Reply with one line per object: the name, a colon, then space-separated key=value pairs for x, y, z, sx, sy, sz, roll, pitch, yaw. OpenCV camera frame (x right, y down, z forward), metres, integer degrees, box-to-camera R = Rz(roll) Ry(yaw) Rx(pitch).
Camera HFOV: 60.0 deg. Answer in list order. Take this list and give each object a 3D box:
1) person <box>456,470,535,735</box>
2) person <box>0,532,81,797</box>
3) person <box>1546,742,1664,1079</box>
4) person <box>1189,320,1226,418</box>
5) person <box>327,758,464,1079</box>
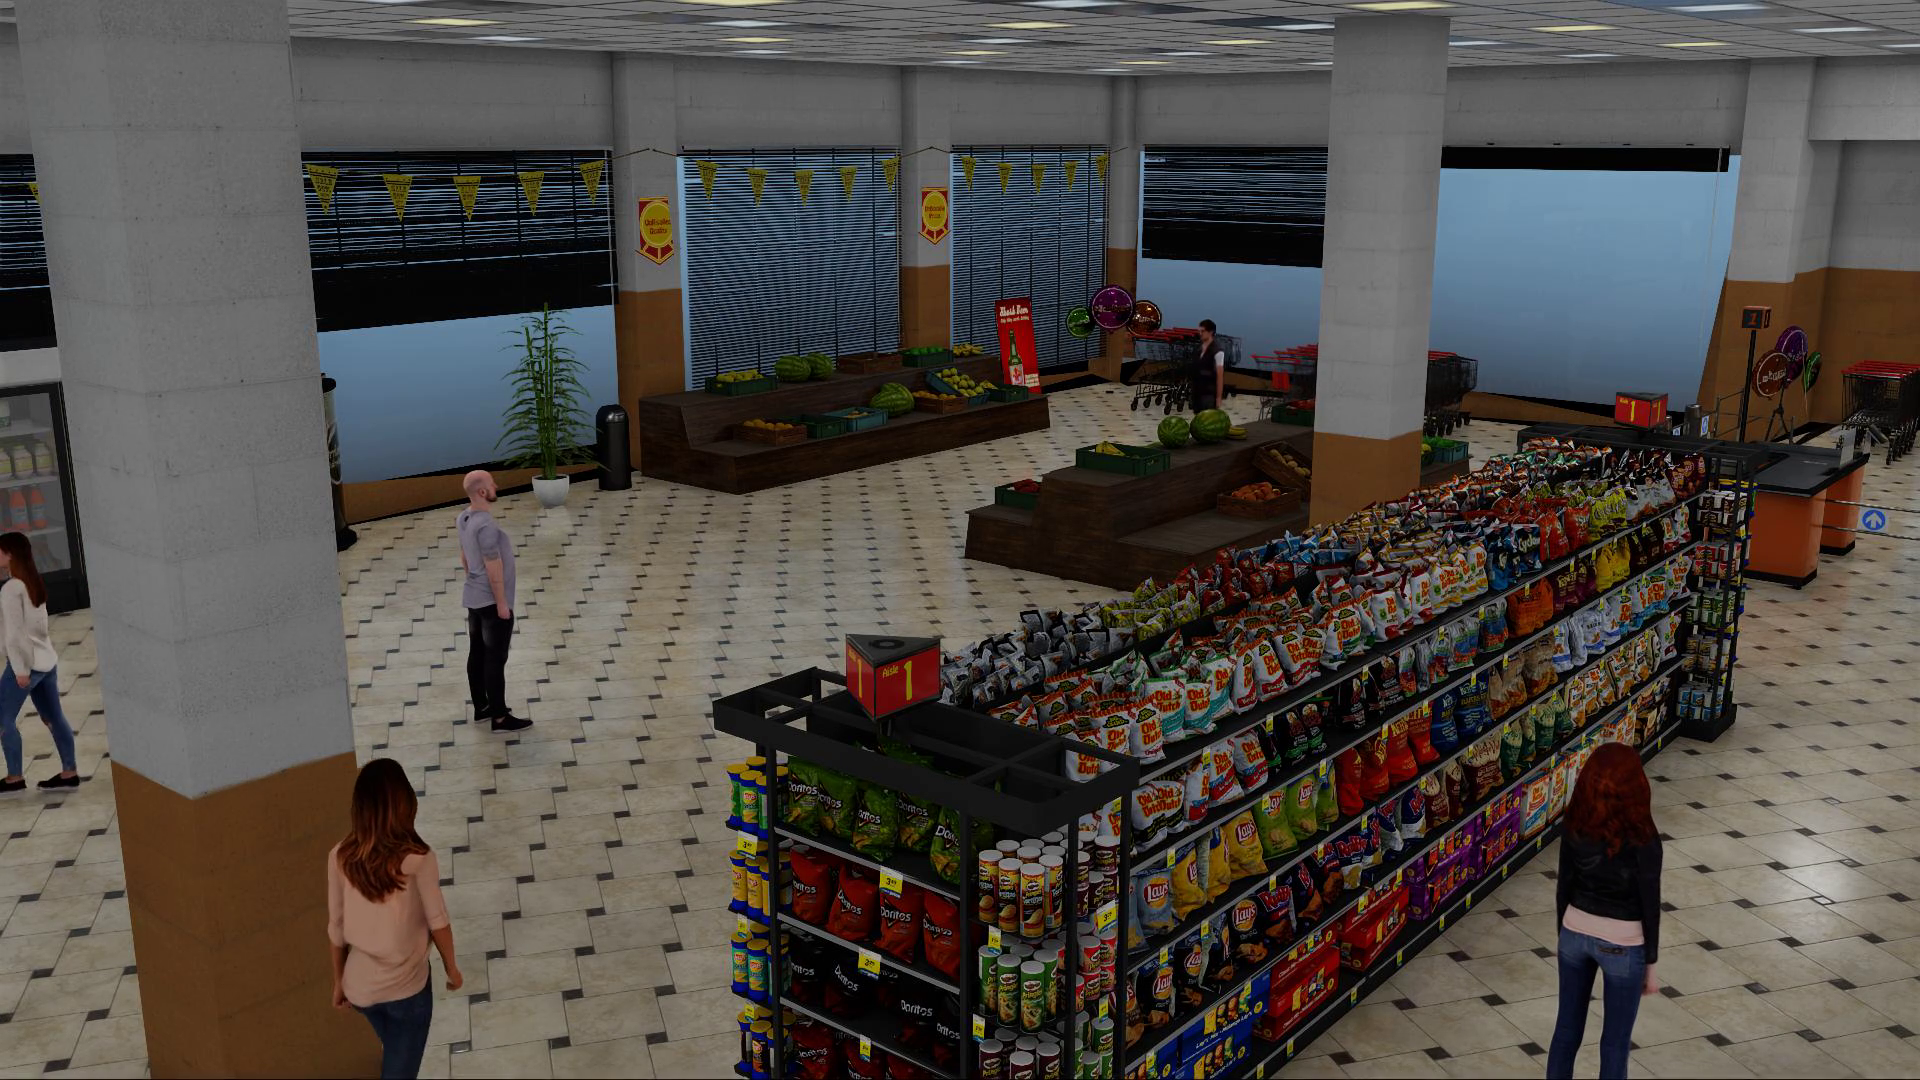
person: x=-3.272 y=0.409 z=11.537 sx=0.660 sy=1.838 sz=0.716 roll=-10 pitch=17 yaw=-36
person: x=-5.697 y=0.783 z=10.340 sx=0.941 sy=1.675 sz=0.879 roll=-2 pitch=14 yaw=-6
person: x=2.532 y=1.641 z=6.567 sx=0.602 sy=1.786 sz=0.617 roll=-10 pitch=17 yaw=-36
person: x=3.140 y=-1.813 z=20.695 sx=0.837 sy=1.839 sz=0.770 roll=-8 pitch=16 yaw=-28
person: x=-2.184 y=1.729 z=6.246 sx=0.831 sy=1.766 sz=0.978 roll=3 pitch=14 yaw=14
